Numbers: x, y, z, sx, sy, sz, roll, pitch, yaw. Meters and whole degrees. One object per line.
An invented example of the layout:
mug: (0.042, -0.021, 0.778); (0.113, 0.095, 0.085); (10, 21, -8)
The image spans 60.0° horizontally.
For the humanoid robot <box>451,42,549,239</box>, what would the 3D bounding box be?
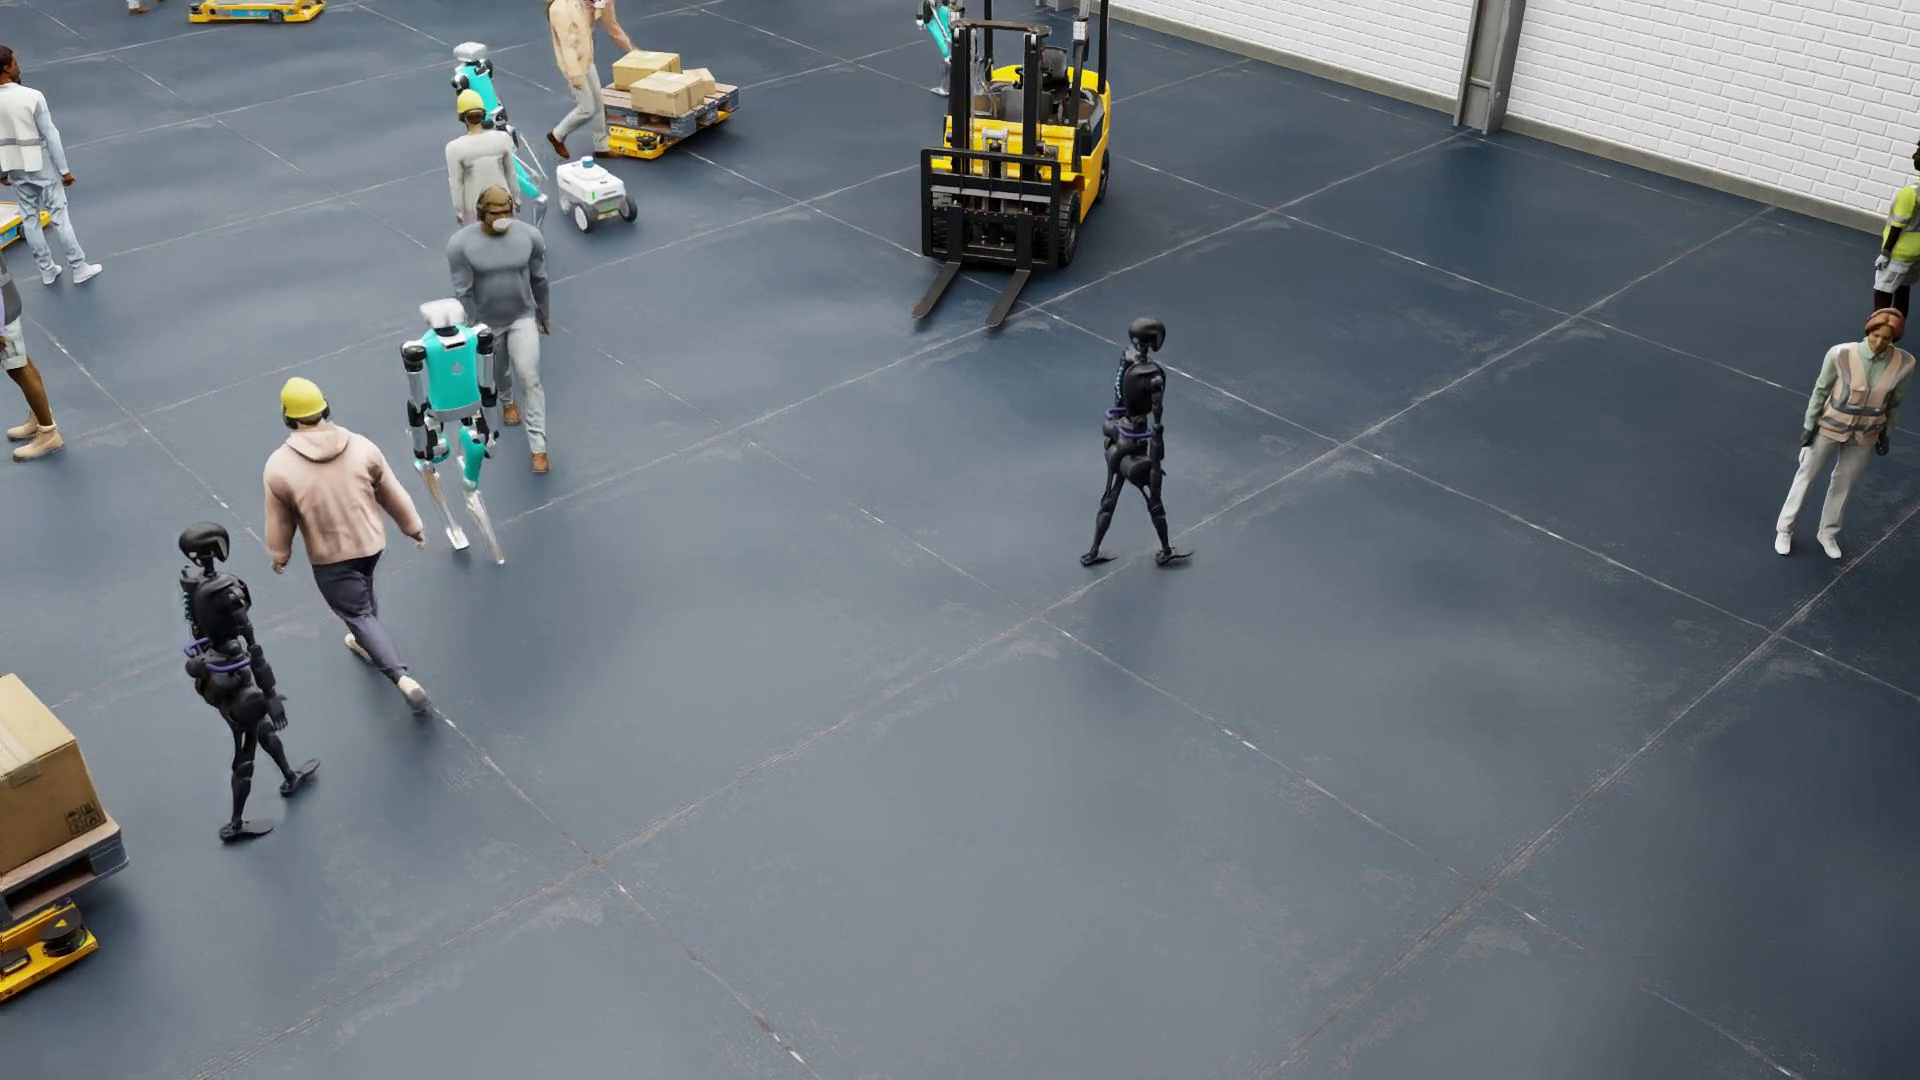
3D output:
humanoid robot: (-3.684, -3.164, 13.769); (0.770, 1.853, 0.546); (7, 34, 11)

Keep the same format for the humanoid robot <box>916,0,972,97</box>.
humanoid robot: (-0.096, -5.349, 17.147); (0.545, 1.886, 0.781); (-25, 41, -33)

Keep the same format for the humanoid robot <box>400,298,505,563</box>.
humanoid robot: (-3.046, -0.646, 9.866); (0.559, 1.822, 0.768); (-23, 40, -31)

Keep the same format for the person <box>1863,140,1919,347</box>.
person: (6.871, -2.110, 12.113); (0.534, 1.693, 0.319); (-21, 38, -29)

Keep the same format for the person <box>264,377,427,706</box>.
person: (-3.163, 0.033, 8.725); (0.919, 1.795, 0.745); (28, 42, 35)

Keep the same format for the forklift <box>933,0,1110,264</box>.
forklift: (0.570, -3.725, 14.138); (1.214, 2.155, 2.313); (9, 34, 13)

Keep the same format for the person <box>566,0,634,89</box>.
person: (-3.830, -5.719, 17.621); (0.536, 1.734, 0.943); (25, 41, 33)

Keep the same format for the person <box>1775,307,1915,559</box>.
person: (5.267, -0.634, 9.890); (0.512, 1.638, 0.310); (5, 33, 8)

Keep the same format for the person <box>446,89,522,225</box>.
person: (-3.625, -2.571, 12.781); (0.540, 1.770, 0.374); (-19, 37, -26)

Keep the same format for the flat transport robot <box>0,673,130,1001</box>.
flat transport robot: (-4.609, 1.637, 7.658); (1.431, 0.231, 0.659); (27, 42, 35)

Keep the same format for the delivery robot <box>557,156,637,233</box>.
delivery robot: (-3.222, -3.051, 14.616); (0.499, 0.613, 0.790); (-23, 40, -31)

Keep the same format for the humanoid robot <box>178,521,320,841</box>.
humanoid robot: (-3.442, 0.644, 7.905); (0.601, 1.630, 0.678); (23, 39, 31)

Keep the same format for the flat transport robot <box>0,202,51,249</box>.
flat transport robot: (-8.423, -2.549, 14.091); (0.659, 0.231, 1.431); (5, 33, 8)

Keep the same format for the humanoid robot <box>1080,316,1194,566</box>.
humanoid robot: (1.066, -0.584, 9.798); (0.675, 1.636, 0.595); (-11, 35, -17)

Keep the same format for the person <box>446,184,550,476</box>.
person: (-2.990, -1.471, 10.970); (0.618, 1.889, 1.027); (-10, 34, -15)

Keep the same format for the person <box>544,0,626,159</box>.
person: (-3.571, -4.434, 15.527); (0.606, 1.854, 0.572); (4, 33, 6)

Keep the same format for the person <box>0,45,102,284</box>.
person: (-7.384, -2.955, 13.208); (0.589, 1.915, 0.399); (1, 33, 1)

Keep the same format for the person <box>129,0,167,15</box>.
person: (-9.919, -7.211, 20.027); (0.489, 1.613, 0.794); (15, 36, 22)

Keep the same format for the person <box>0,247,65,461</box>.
person: (-6.318, -1.482, 10.831); (0.391, 2.040, 0.607); (-16, 36, -23)

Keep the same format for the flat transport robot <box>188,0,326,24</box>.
flat transport robot: (-8.470, -6.431, 20.057); (1.431, 0.231, 0.659); (0, 33, -1)

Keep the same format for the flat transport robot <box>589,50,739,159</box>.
flat transport robot: (-2.950, -4.131, 16.523); (0.659, 0.231, 1.431); (15, 36, 21)
